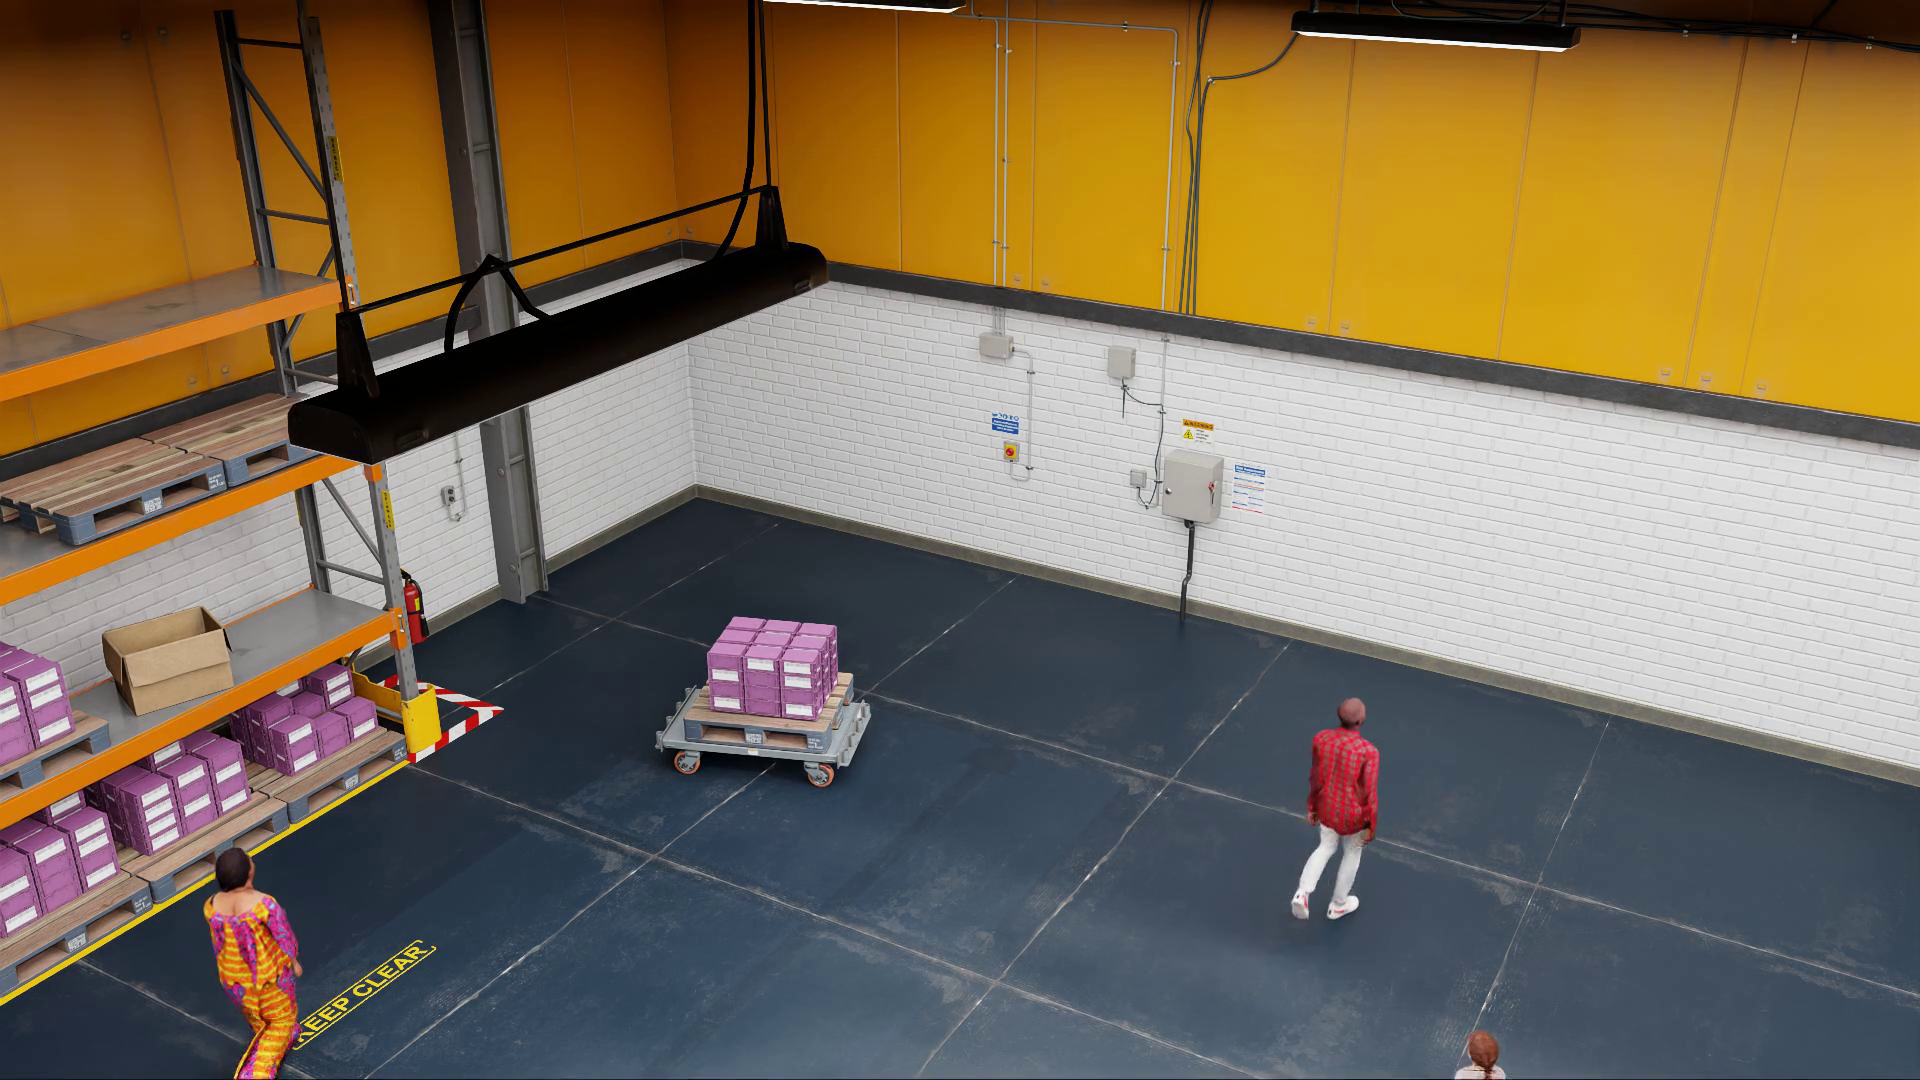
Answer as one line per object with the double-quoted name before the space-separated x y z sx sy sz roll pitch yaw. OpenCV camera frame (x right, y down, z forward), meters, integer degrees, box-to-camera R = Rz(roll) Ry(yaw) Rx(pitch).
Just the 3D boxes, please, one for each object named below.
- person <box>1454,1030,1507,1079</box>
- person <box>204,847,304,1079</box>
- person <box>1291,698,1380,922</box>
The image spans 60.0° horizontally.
"person" 2.889 3.289 9.311 0.705 1.186 0.784 -4 24 -9
"person" -4.333 2.652 10.188 0.837 1.651 1.115 5 24 11
"person" 2.642 1.929 11.647 1.017 1.808 0.817 -22 32 -40
